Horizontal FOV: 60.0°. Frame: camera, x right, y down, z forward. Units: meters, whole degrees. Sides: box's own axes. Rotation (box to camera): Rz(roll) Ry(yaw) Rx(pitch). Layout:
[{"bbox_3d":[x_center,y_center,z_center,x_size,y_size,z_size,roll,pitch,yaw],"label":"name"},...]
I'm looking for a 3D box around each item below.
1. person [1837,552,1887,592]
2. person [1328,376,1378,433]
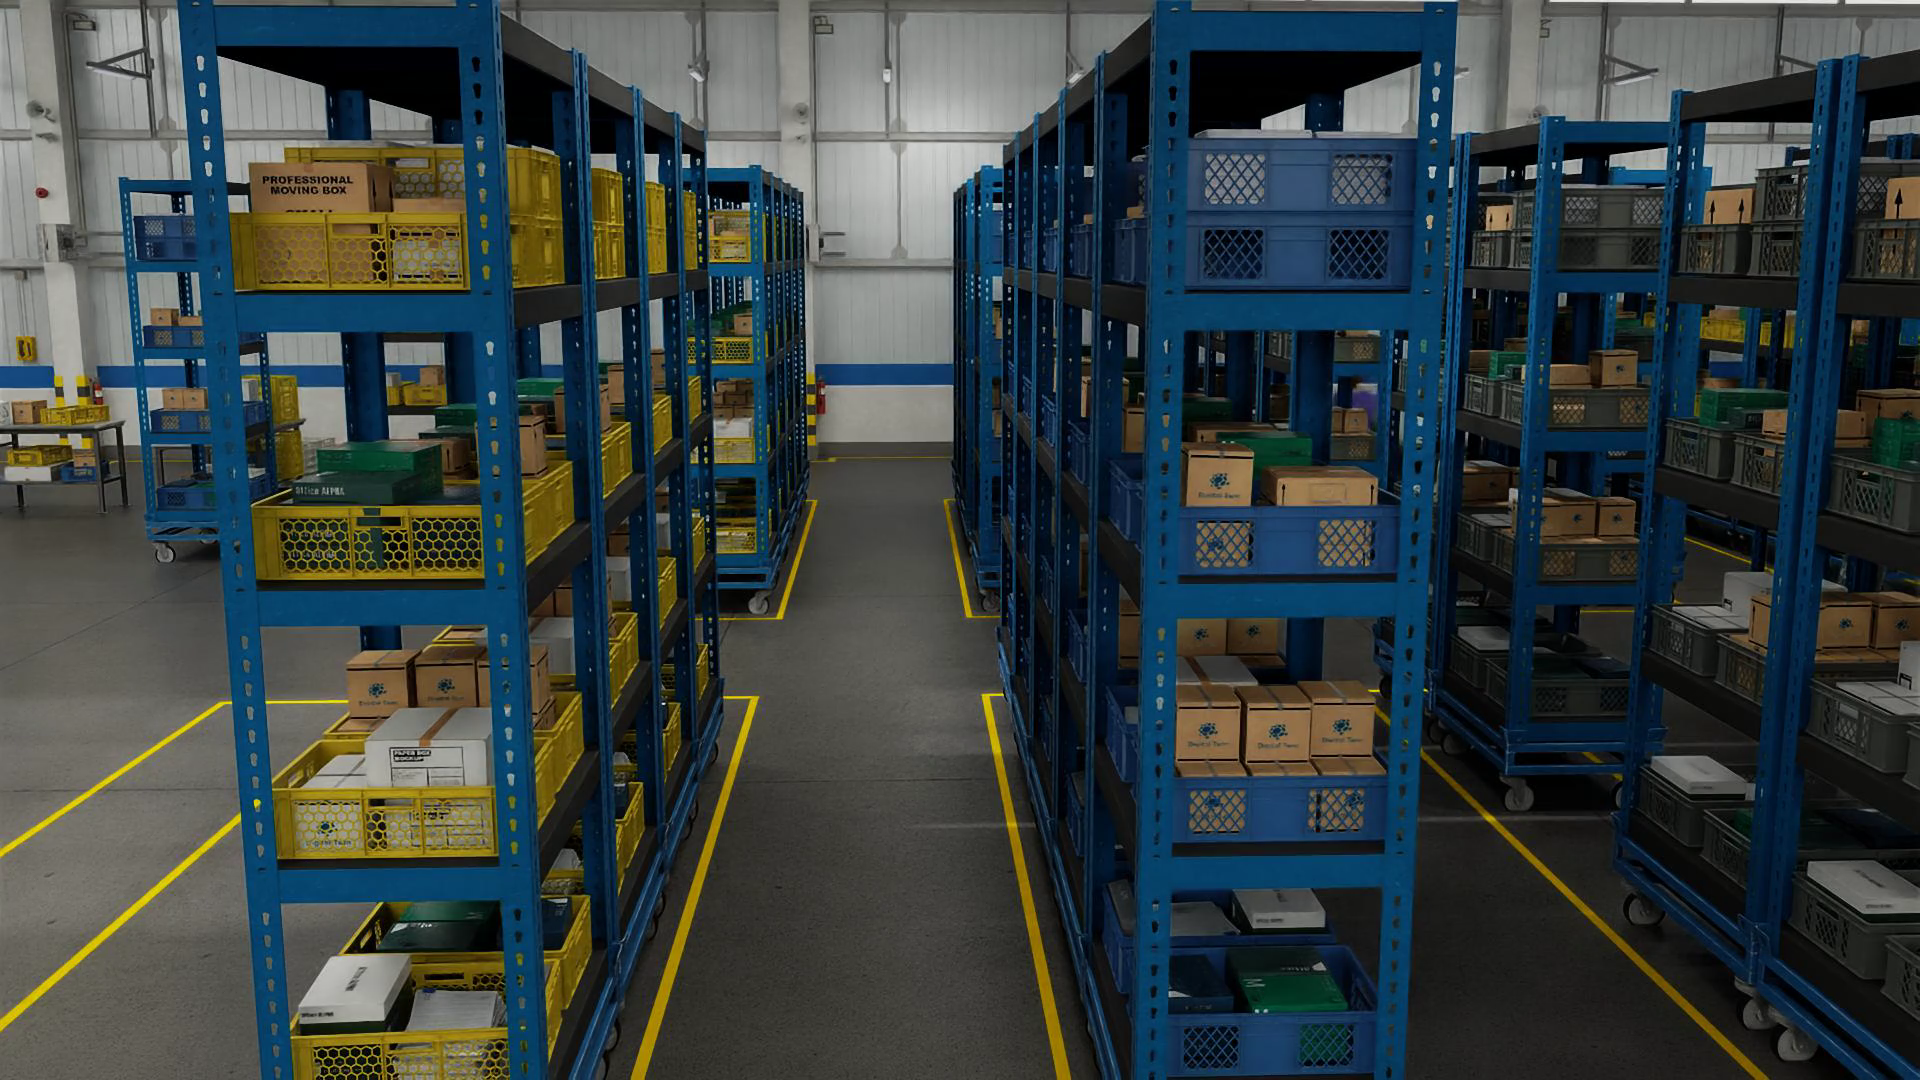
[{"bbox_3d":[6.713,-0.081,12.235,0.600,1.829,0.404,-4,11,-24],"label":"person"},{"bbox_3d":[3.962,-0.904,17.016,0.591,1.790,0.956,-1,10,-8],"label":"person"}]
